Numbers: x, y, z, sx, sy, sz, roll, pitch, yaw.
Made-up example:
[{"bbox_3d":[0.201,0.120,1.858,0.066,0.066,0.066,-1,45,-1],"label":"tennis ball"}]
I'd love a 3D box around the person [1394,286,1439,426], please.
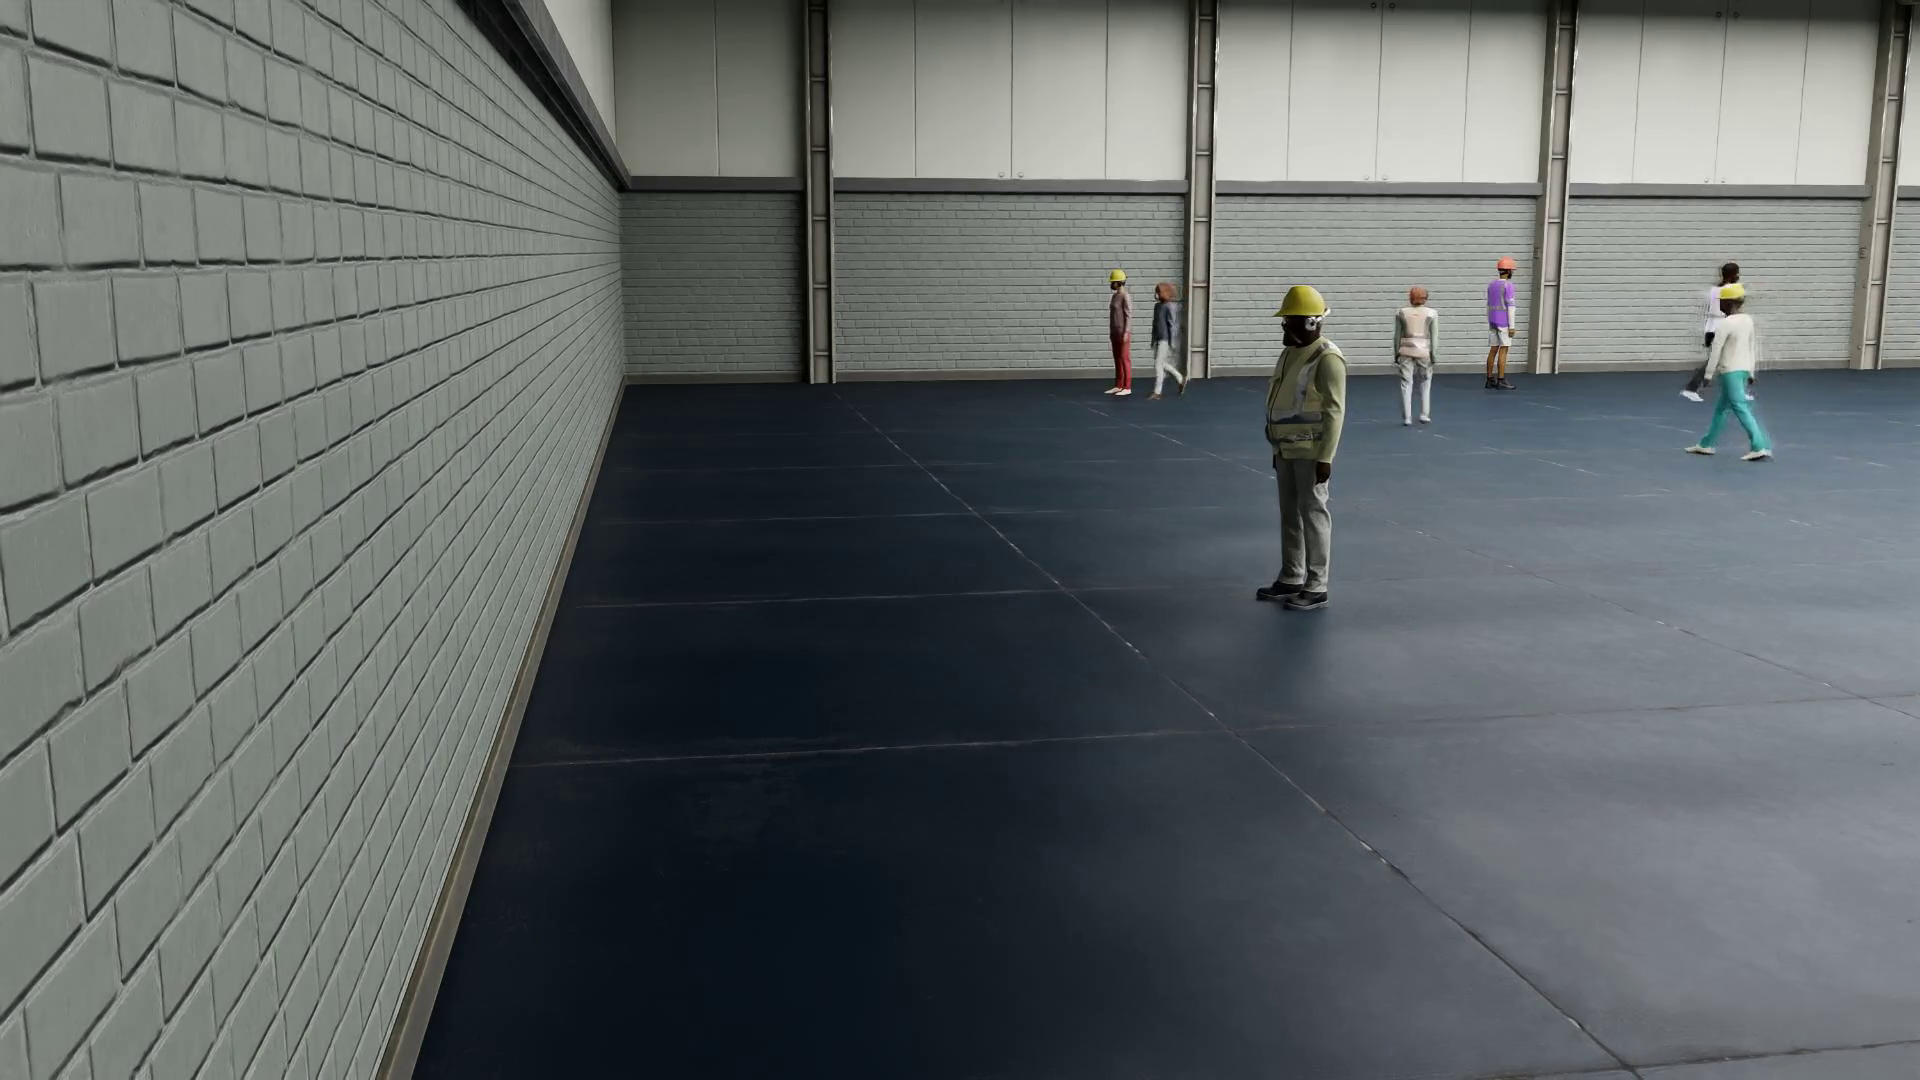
[{"bbox_3d":[5.334,-2.155,19.460,0.522,1.612,0.686,4,11,22],"label":"person"}]

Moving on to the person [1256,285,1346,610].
[{"bbox_3d":[1.933,-0.522,9.449,0.404,1.830,0.599,-3,10,-17],"label":"person"}]

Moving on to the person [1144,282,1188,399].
[{"bbox_3d":[2.843,-2.741,22.840,0.635,1.610,0.502,-3,10,-16],"label":"person"}]

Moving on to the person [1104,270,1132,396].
[{"bbox_3d":[2.237,-2.913,23.415,0.328,1.764,0.527,-3,10,-19],"label":"person"}]

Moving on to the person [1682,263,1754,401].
[{"bbox_3d":[10.268,-2.793,22.426,1.003,1.873,0.610,0,10,-1],"label":"person"}]

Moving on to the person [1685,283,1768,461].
[{"bbox_3d":[7.552,-1.641,16.229,0.538,1.716,0.918,-7,12,-35],"label":"person"}]

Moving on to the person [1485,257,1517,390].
[{"bbox_3d":[7.970,-3.173,24.412,0.362,1.934,0.551,-3,10,-19],"label":"person"}]
